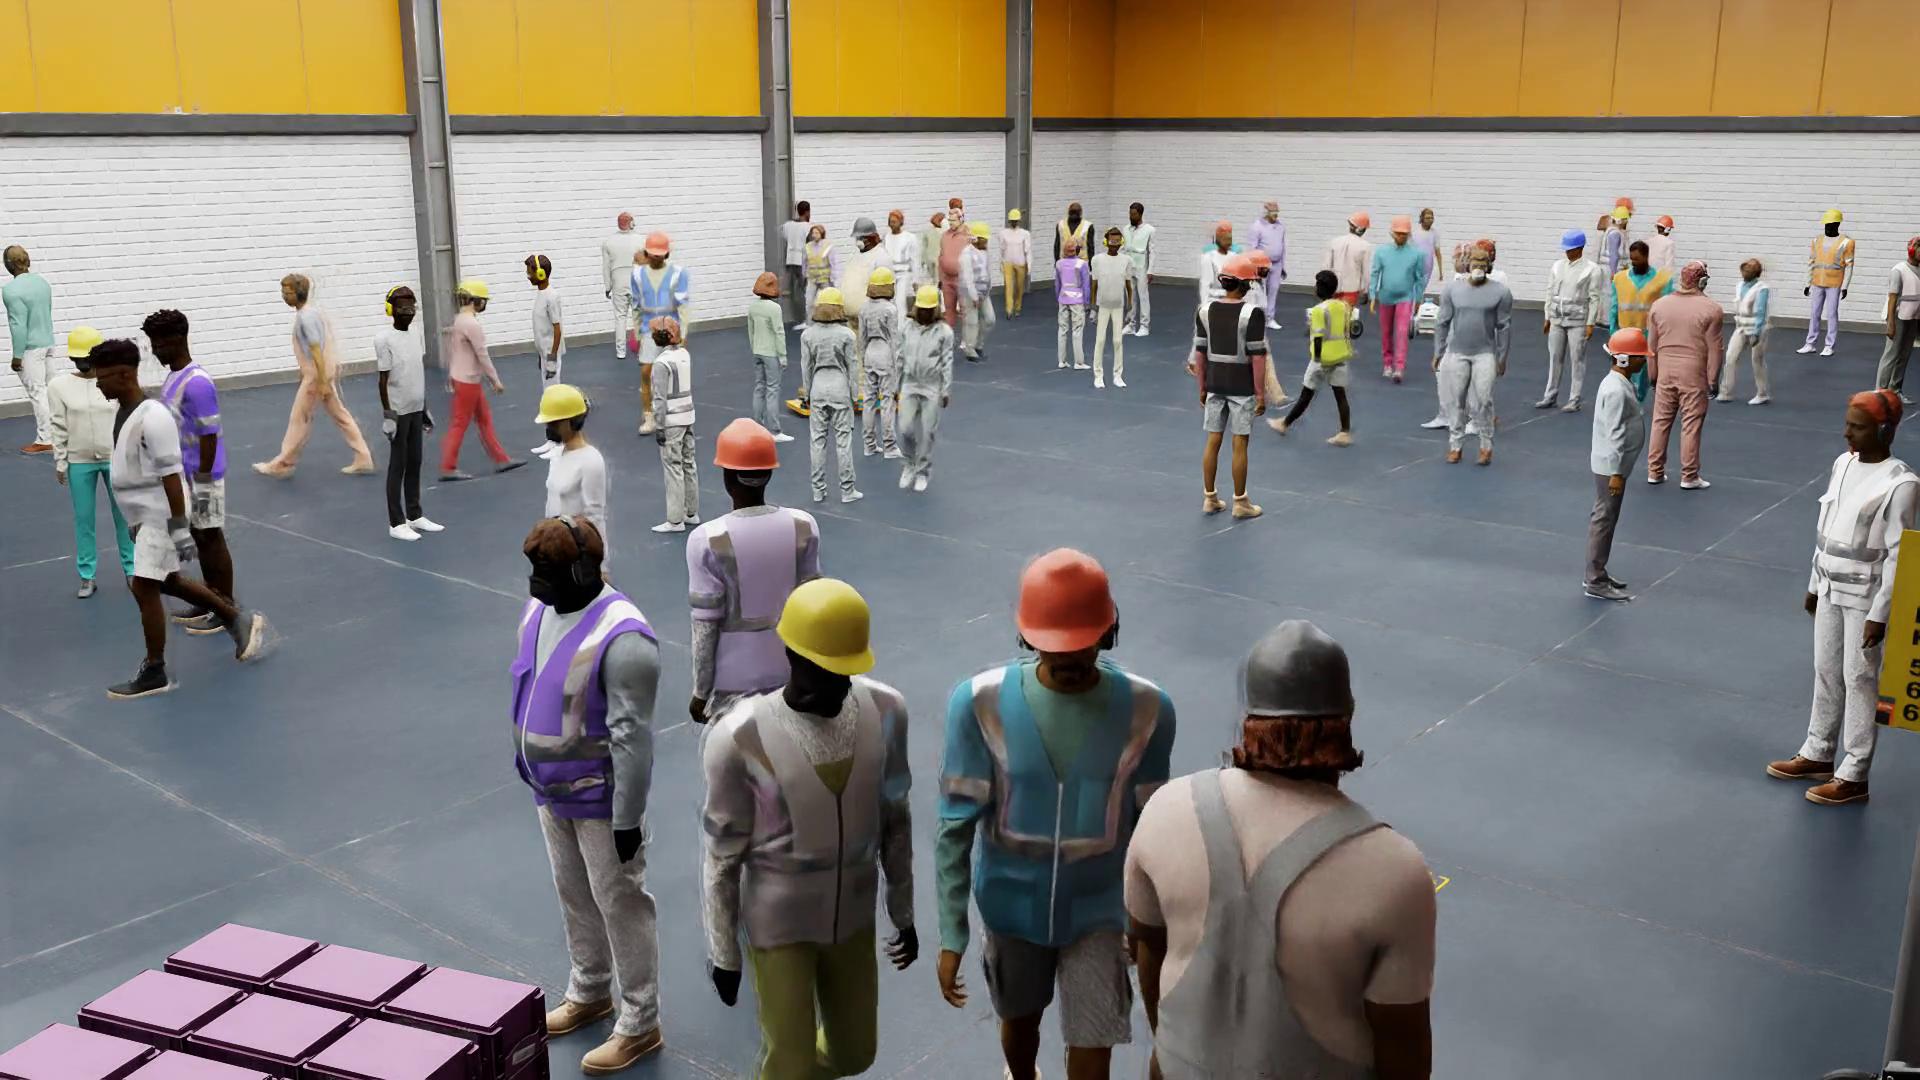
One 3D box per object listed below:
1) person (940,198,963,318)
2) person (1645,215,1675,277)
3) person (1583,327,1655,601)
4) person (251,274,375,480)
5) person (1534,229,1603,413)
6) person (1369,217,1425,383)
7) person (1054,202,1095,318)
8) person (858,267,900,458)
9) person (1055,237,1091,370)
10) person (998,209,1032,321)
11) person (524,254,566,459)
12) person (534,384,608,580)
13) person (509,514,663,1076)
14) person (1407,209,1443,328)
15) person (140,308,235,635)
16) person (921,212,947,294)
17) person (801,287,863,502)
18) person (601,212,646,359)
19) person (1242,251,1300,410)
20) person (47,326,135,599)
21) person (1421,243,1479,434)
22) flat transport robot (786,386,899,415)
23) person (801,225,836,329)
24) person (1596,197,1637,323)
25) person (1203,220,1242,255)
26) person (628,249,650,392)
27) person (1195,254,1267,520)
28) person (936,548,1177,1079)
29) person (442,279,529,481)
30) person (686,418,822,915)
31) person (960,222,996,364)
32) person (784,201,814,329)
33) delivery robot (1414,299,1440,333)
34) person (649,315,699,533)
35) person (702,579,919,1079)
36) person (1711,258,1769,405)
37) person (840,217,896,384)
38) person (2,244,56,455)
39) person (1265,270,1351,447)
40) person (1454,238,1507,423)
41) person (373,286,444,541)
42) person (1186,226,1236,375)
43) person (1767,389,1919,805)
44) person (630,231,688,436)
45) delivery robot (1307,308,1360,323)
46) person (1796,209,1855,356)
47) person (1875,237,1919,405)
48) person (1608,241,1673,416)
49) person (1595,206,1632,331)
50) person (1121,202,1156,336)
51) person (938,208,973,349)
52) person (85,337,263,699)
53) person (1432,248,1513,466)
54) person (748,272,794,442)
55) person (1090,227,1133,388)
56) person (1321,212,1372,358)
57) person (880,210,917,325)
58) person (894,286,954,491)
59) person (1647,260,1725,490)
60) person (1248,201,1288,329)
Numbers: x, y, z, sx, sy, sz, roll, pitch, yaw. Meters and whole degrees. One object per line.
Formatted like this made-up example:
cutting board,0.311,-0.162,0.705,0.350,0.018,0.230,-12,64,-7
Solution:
person,-0.108,-4.468,26.370,0.343,1.878,0.583,9,17,33
person,10.025,-3.776,23.885,0.389,1.739,0.578,-4,15,-14
person,4.241,-0.497,10.741,0.324,1.752,0.562,5,15,19
person,-5.587,-1.396,14.281,1.022,1.776,0.557,-3,14,-13
person,6.476,-2.328,17.687,0.407,1.937,0.602,-10,17,-36
person,5.195,-2.867,19.833,0.605,1.944,1.034,5,15,19
person,1.800,-4.404,26.203,0.657,1.822,0.435,4,15,15
person,-0.710,-1.626,15.274,0.484,1.745,0.297,12,18,39
person,1.402,-2.939,20.726,0.514,1.642,0.310,12,18,39
person,0.865,-4.348,26.220,0.533,1.716,0.940,1,14,5
person,-3.783,-1.676,15.234,0.327,1.865,0.519,-6,15,-24
person,-1.996,0.085,8.410,0.411,1.752,0.560,-10,17,-34
person,-1.208,0.809,5.371,0.429,1.835,0.630,-13,19,-42
person,6.893,-4.014,24.727,0.534,1.786,1.004,-3,14,-12
person,-4.613,-0.412,9.984,0.383,1.959,0.600,-10,17,-36
person,-0.377,-4.574,27.306,0.521,1.606,0.343,7,16,26
person,-1.034,-1.171,13.473,0.484,1.736,0.305,4,15,14
person,-4.312,-3.310,21.679,0.652,1.904,0.403,-1,14,-3
person,3.178,-2.208,17.667,0.900,1.699,0.595,7,16,27
person,-5.571,-0.505,10.763,0.523,1.761,0.328,-7,16,-27
person,4.891,-1.972,16.389,0.743,1.873,0.634,3,14,12
flat transport robot,-1.092,-1.519,17.832,1.431,0.197,0.652,-6,15,-21
person,-2.037,-3.661,23.651,0.541,1.608,0.681,3,14,13
person,10.020,-4.252,25.378,0.466,1.939,0.707,5,15,20
person,3.570,-3.473,22.636,0.573,1.748,0.342,-3,14,-10
person,-3.608,-2.502,18.990,0.342,1.620,0.510,-9,17,-33
person,2.108,-1.181,12.883,0.605,2.045,0.378,12,18,39
person,0.252,0.967,4.453,0.616,2.004,1.001,1,14,4
person,-4.143,-1.373,14.321,0.813,1.719,0.526,-7,16,-26
person,-0.795,0.494,6.409,0.542,1.939,0.359,-9,17,-32
person,0.229,-3.132,21.164,0.451,1.807,0.610,9,17,32
person,-2.309,-4.120,24.924,0.635,1.894,0.638,11,18,38
delivery robot,6.714,-3.220,23.864,0.477,0.478,0.707,4,15,16
person,-2.146,-0.866,12.470,0.314,1.634,0.516,4,14,14
person,-0.437,0.988,4.519,0.591,1.900,0.611,-10,17,-34
person,8.542,-2.248,18.040,0.770,1.599,0.534,-4,15,-16
person,-1.056,-2.523,18.258,0.538,2.000,0.683,-13,19,-41
person,-8.601,-1.760,15.419,0.379,1.937,0.629,0,14,0
person,3.401,-1.746,15.900,0.547,1.652,0.881,-12,18,-39
person,5.298,-2.121,16.969,0.573,1.883,0.354,12,18,39
person,-4.080,-0.937,12.292,0.327,1.859,0.514,5,15,18
person,3.067,-2.848,19.983,0.590,1.841,0.978,-8,16,-30
person,4.004,0.254,7.476,0.355,1.885,0.575,-1,14,-5
person,-2.958,-2.008,16.294,0.600,2.001,0.825,1,14,4
delivery robot,5.354,-3.218,23.855,0.707,0.478,0.477,-4,15,-16
person,11.451,-3.397,21.978,0.383,1.924,0.594,-9,17,-32
person,10.226,-2.367,18.053,0.563,1.837,0.387,-8,16,-29
person,6.994,-2.146,17.133,0.612,1.856,1.015,7,16,26
person,9.721,-4.035,24.729,0.403,1.829,0.599,4,15,16
person,2.576,-3.916,24.073,0.370,1.915,0.597,-13,19,-42
person,-0.050,-3.557,22.677,0.639,1.902,0.406,10,17,34
person,-4.285,-0.154,9.052,0.852,1.924,0.647,-13,19,-42
person,4.601,-1.648,14.986,0.650,1.934,0.446,7,16,26
person,-1.841,-1.762,16.038,0.279,1.634,0.498,-13,19,-41
person,1.754,-2.685,19.300,0.501,1.854,0.327,-1,14,-4
person,4.953,-3.242,21.369,0.651,1.931,0.995,13,19,42
person,-0.834,-3.662,23.191,0.584,1.864,0.714,7,16,26
person,-0.304,-1.251,13.806,0.506,1.714,0.425,1,14,5
person,6.089,-1.381,13.964,0.408,1.909,0.638,-11,18,-38
person,4.622,-4.110,24.890,0.687,1.904,0.403,-8,16,-28
